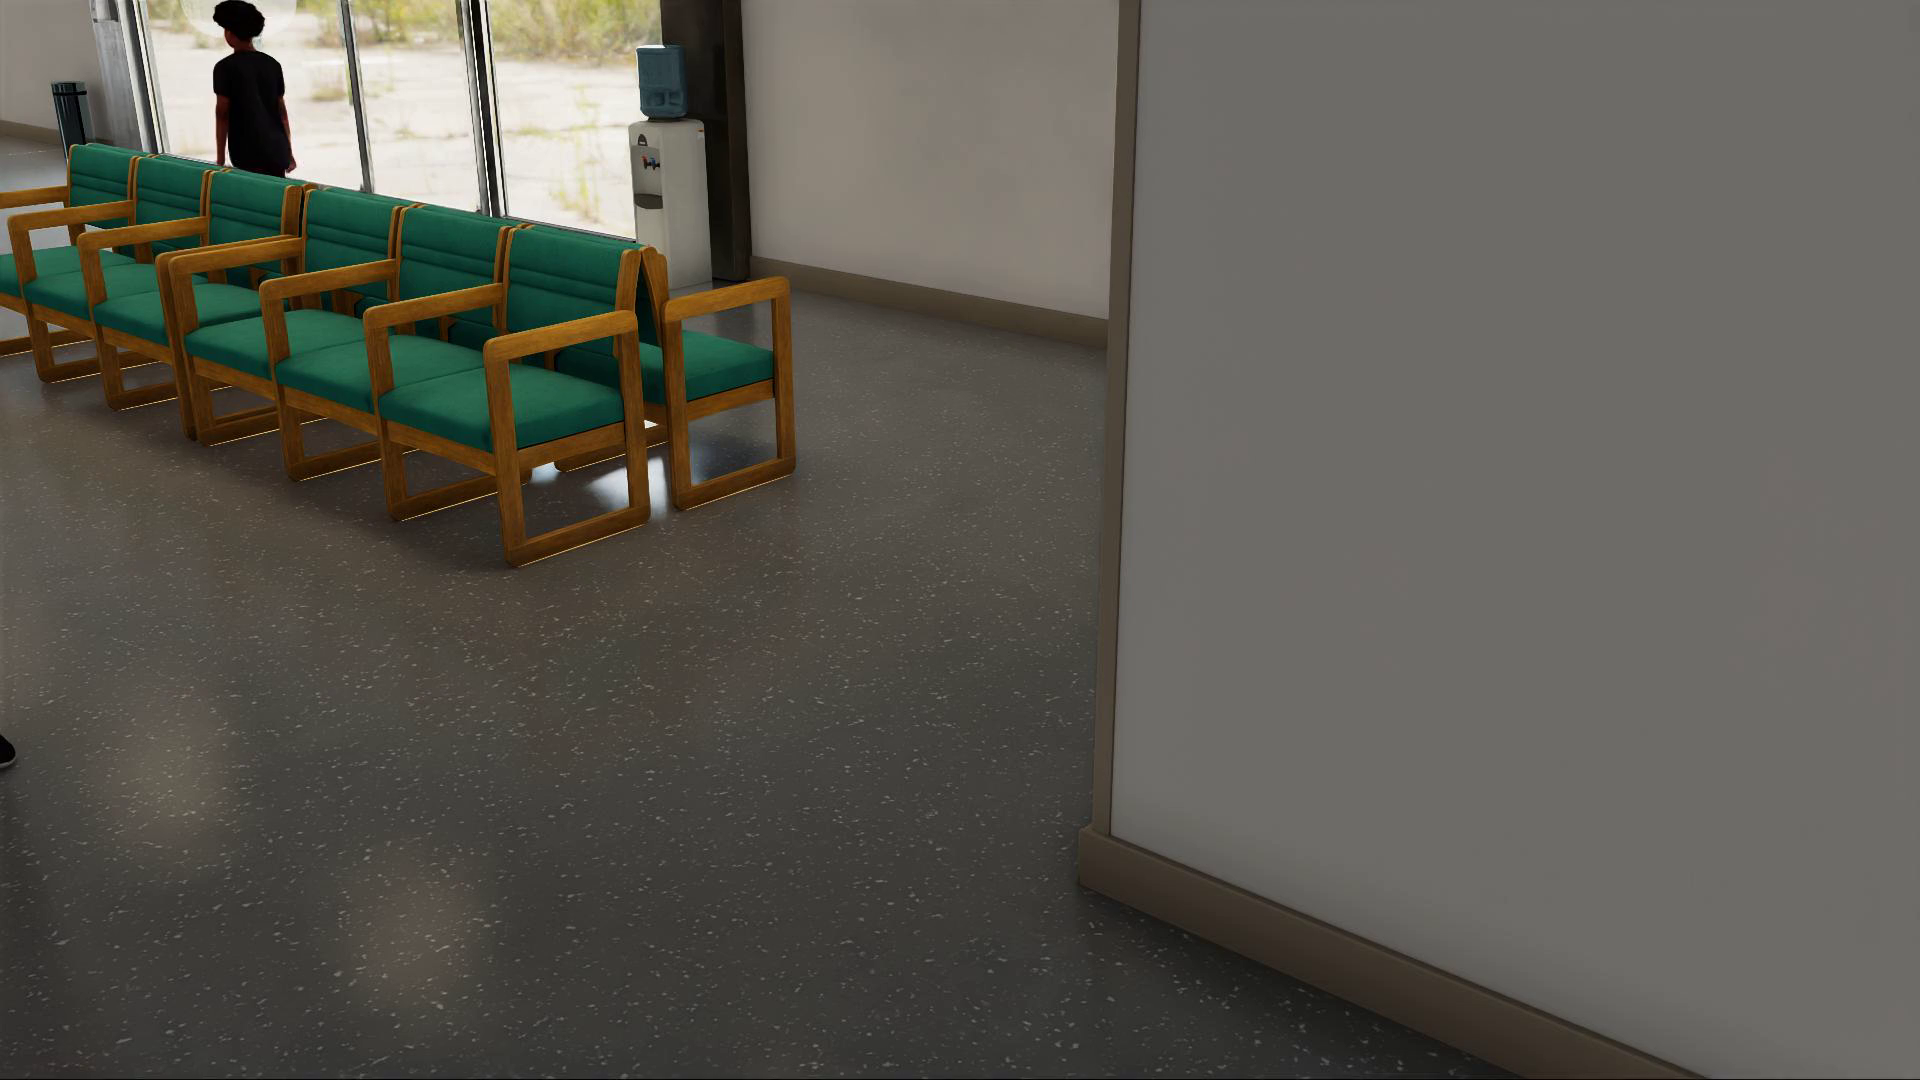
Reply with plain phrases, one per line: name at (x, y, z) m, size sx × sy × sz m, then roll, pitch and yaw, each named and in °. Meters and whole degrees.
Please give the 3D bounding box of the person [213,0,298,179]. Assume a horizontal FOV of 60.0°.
person at (-4.355, -2.447, 10.406) m, size 0.826 × 1.771 × 0.978 m, roll 11°, pitch 23°, yaw 27°
